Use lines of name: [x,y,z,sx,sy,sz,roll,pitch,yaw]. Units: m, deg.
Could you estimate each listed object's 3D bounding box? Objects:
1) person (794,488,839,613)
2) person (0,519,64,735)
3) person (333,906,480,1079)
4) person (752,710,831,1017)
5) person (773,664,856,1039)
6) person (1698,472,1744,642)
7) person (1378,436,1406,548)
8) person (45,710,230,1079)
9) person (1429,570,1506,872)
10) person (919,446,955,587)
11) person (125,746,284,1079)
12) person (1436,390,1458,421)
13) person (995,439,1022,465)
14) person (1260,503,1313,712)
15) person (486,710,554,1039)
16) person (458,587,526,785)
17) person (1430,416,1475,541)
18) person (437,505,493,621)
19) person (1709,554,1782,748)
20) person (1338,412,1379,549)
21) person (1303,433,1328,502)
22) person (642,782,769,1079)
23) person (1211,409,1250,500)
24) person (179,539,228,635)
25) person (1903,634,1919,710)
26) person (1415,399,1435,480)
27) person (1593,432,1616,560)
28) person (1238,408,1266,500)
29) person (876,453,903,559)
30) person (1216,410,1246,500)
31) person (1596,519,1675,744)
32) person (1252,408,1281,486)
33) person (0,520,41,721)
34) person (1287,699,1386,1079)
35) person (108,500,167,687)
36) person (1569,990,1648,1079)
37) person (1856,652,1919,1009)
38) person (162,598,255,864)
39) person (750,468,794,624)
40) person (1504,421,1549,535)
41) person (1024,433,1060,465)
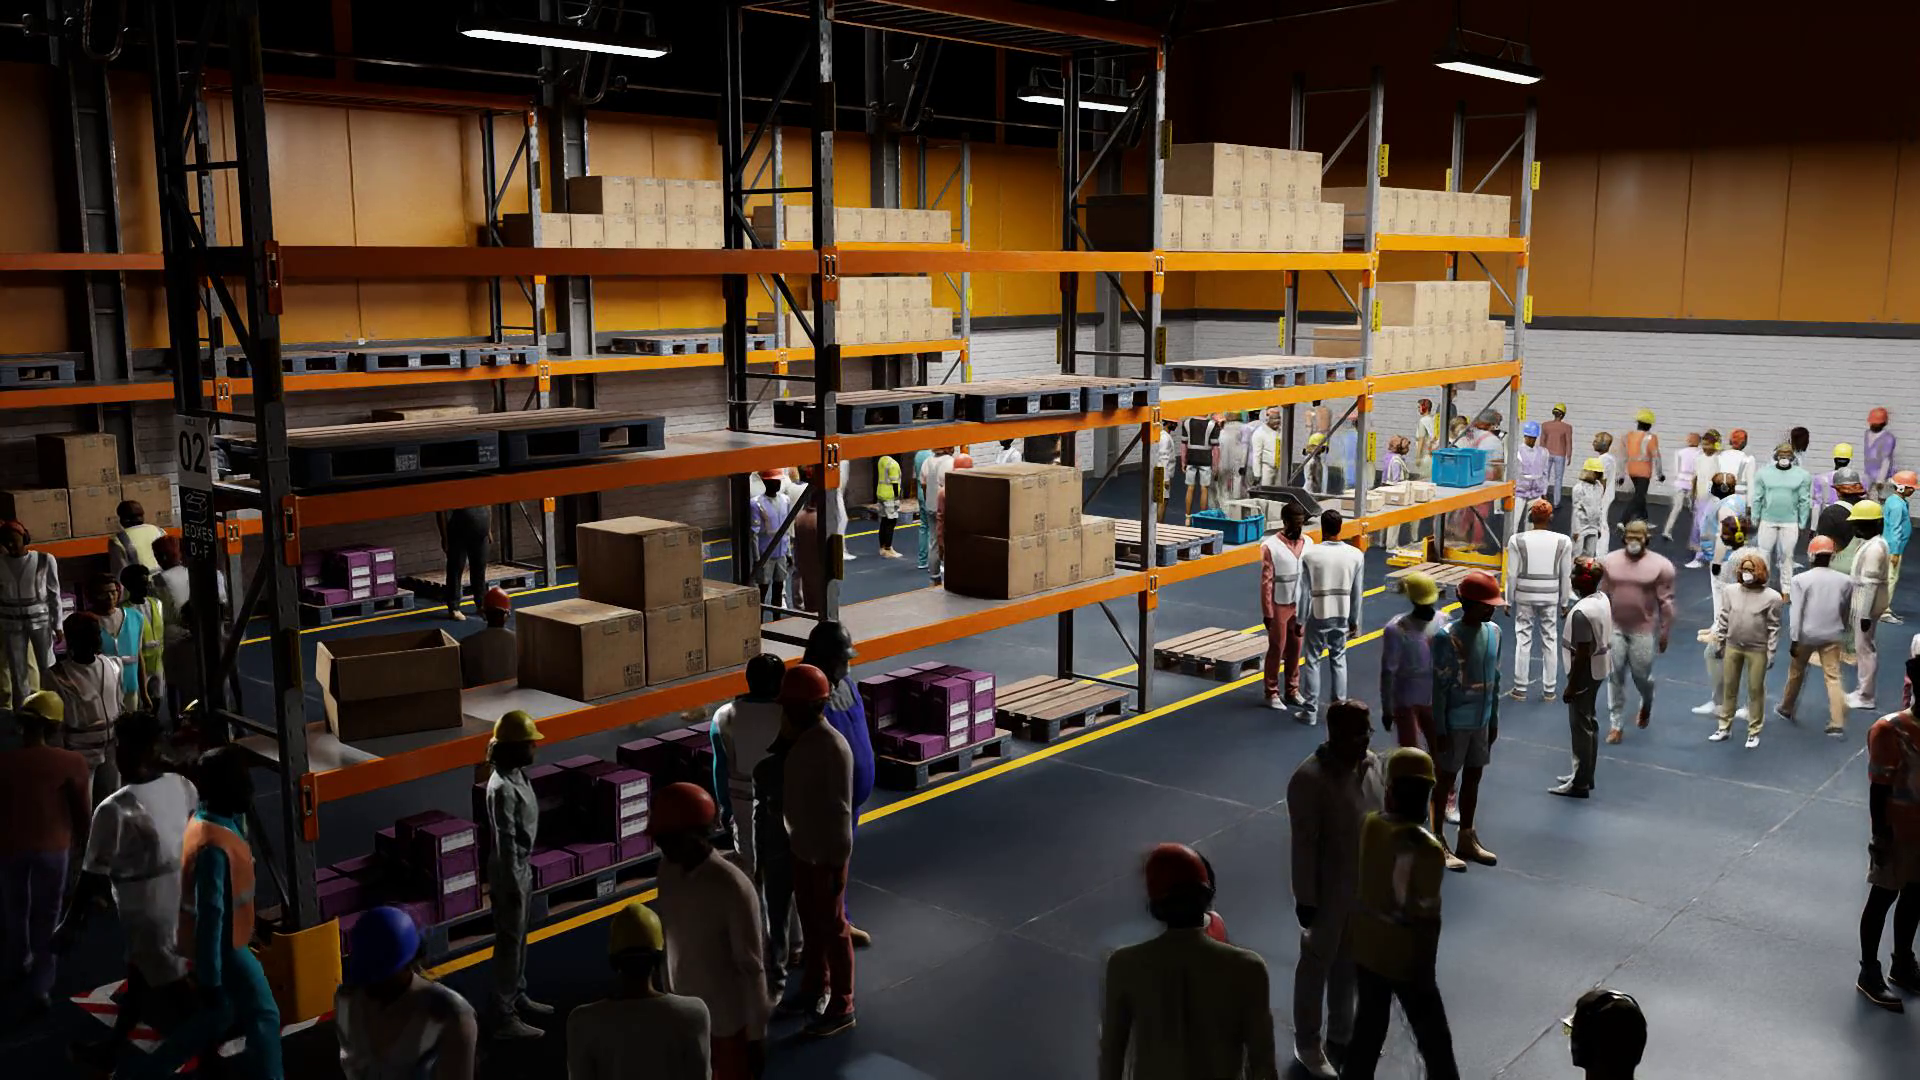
person: [-1.365,0.380,16.430,0.407,1.905,0.638,-6,11,-33]
person: [-8.051,0.746,14.328,0.586,1.879,0.358,-3,10,-17]
person: [-1.957,2.162,5.839,0.597,1.879,0.959,3,10,15]
person: [-0.873,1.719,8.941,0.486,1.738,0.321,1,10,3]
person: [-0.779,1.620,8.788,0.409,1.986,0.620,-6,11,-32]
person: [8.147,0.182,17.813,0.430,1.838,0.624,5,11,27]
person: [6.098,-0.661,23.466,0.319,1.631,0.526,-1,10,-8]
person: [-3.985,1.779,8.038,0.965,1.900,0.637,1,10,5]
person: [3.413,1.202,11.137,0.606,2.035,0.405,-6,11,-30]
person: [-0.141,-0.367,20.477,0.536,2.000,0.676,-8,13,-41]
person: [-3.454,1.862,7.638,0.887,1.886,0.598,-4,10,-24]
person: [8.428,-1.712,28.859,0.367,1.932,0.623,7,12,34]
person: [0.677,-0.768,23.897,0.317,1.695,0.540,-6,11,-33]
person: [2.964,0.597,15.128,0.599,1.909,0.402,-6,11,-32]
person: [-2.327,1.747,8.771,0.315,1.738,0.486,-1,10,-6]
person: [-3.322,1.205,11.977,0.568,1.743,0.351,-2,10,-13]
person: [6.909,-0.787,23.403,0.639,1.921,0.487,-1,10,-8]
person: [-5.589,-0.103,18.901,0.536,2.000,0.683,9,13,42]
person: [6.604,0.926,13.969,0.279,1.634,0.499,-9,13,-42]
person: [5.575,-0.844,23.466,0.864,2.006,0.629,-6,11,-32]
person: [4.847,-0.605,22.818,0.367,1.730,0.486,5,11,26]
person: [-1.038,1.951,6.864,0.654,1.976,0.460,9,13,43]
person: [4.666,-1.715,28.522,0.688,2.000,0.536,4,10,24]
person: [-6.681,0.808,14.552,0.533,1.672,0.441,-6,11,-30]
person: [6.800,1.249,11.493,0.405,1.824,0.591,-6,11,-31]
person: [7.650,-1.391,27.216,0.391,1.836,0.561,7,12,37]
person: [8.427,-0.507,21.894,0.339,1.845,0.514,5,11,29]
person: [4.578,-1.217,25.938,0.591,1.913,0.394,-7,12,-38]
person: [-0.963,-0.579,22.813,0.322,1.684,0.538,-5,11,-25]
person: [4.543,-1.632,28.282,0.818,1.953,0.648,-7,12,-34]
person: [5.702,0.756,14.122,0.634,1.922,0.578,7,12,35]
person: [4.663,-1.035,24.903,0.657,1.895,0.399,-6,11,-32]
person: [-8.415,0.706,14.701,0.564,1.834,0.398,-1,10,-7]
person: [1.925,1.728,8.369,0.652,1.906,0.408,-8,12,-40]
person: [-7.772,0.529,15.730,0.429,1.842,0.626,4,10,22]
person: [1.908,2.276,5.003,0.627,1.940,0.372,-4,10,-23]
person: [5.228,1.571,9.124,0.603,1.967,0.366,-4,10,-21]
person: [-5.038,1.290,11.209,0.510,1.827,0.869,-6,11,-33]
person: [-2.003,0.132,17.789,0.353,1.942,0.545,8,13,41]
person: [7.600,-0.627,22.314,0.615,1.942,0.408,-1,10,-6]
person: [1.278,-1.192,25.540,0.611,1.995,0.377,3,10,20]
